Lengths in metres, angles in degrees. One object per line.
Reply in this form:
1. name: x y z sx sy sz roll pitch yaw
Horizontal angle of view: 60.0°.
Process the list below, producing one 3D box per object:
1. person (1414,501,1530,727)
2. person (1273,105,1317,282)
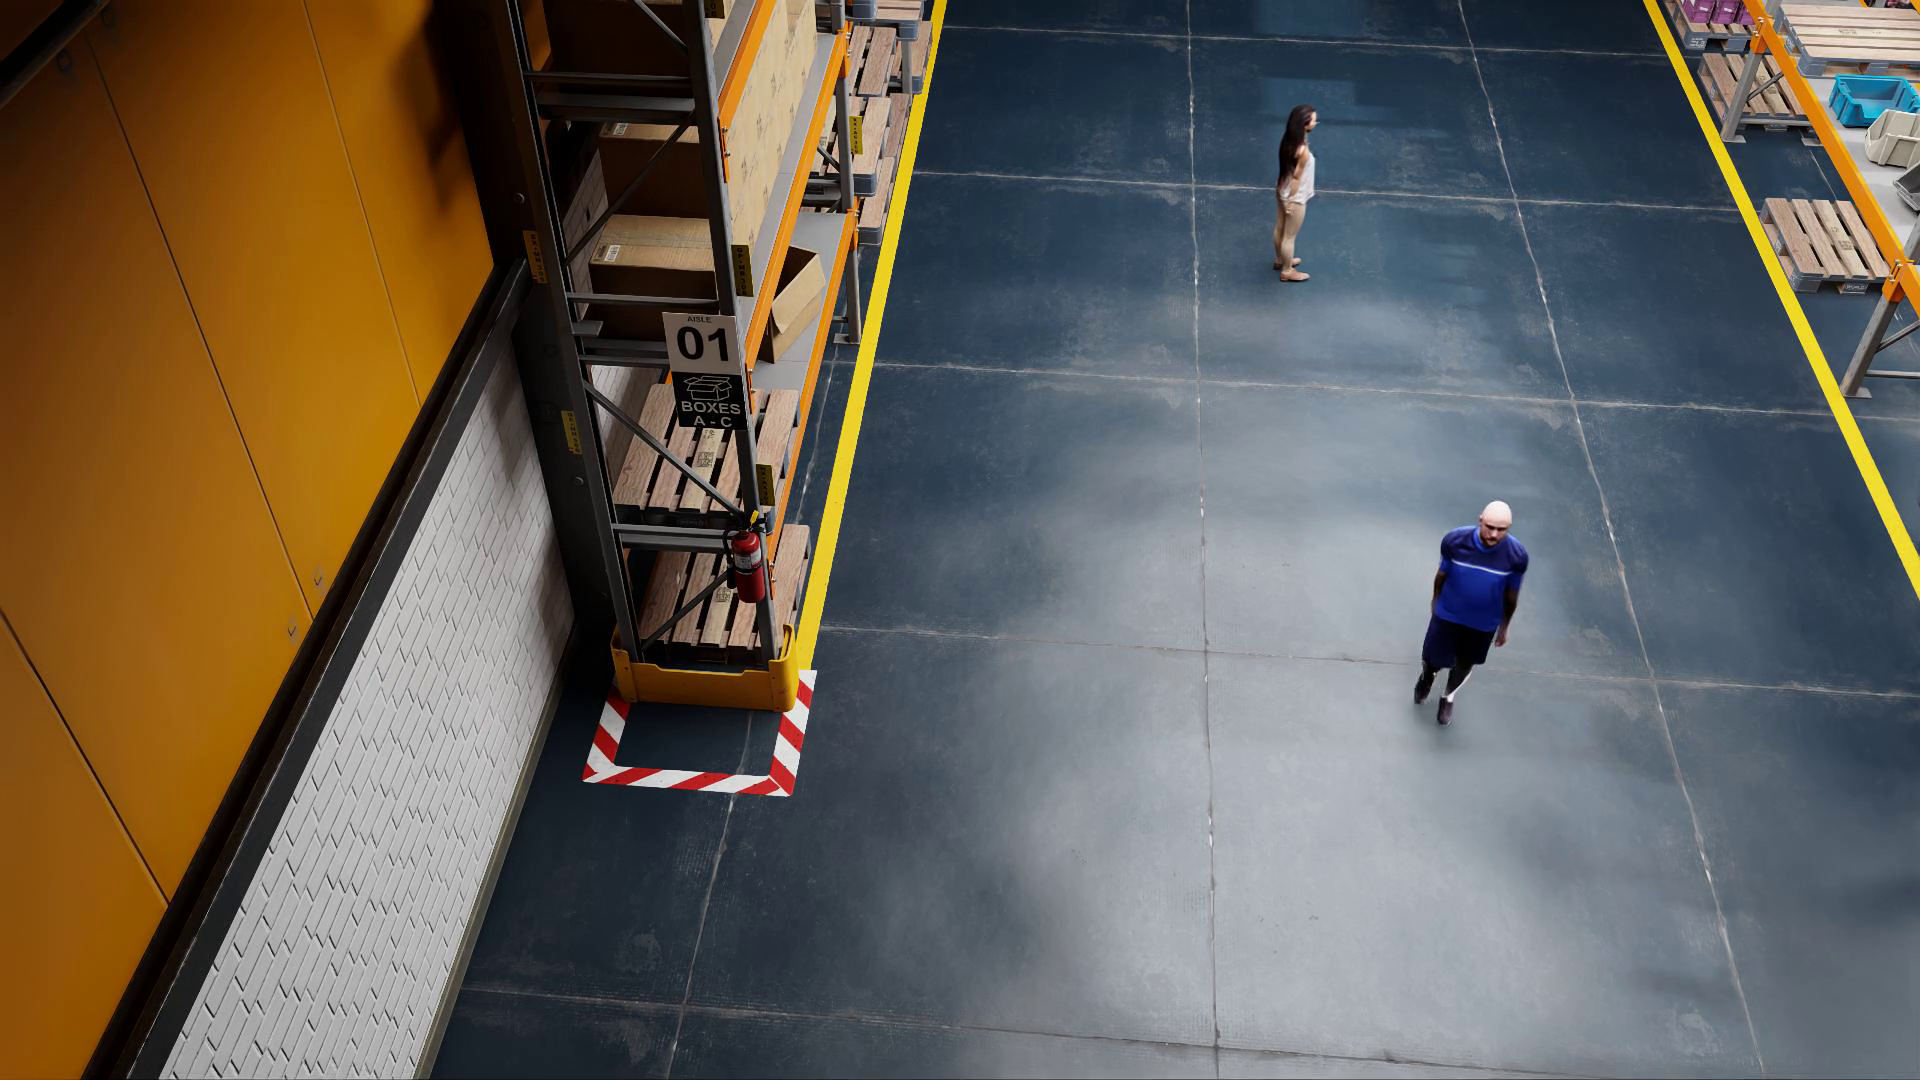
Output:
1. person: 3.198 0.414 10.443 0.730 1.829 0.719 12 45 12
2. person: 2.799 -2.929 14.080 0.681 1.653 0.633 -27 50 -25
